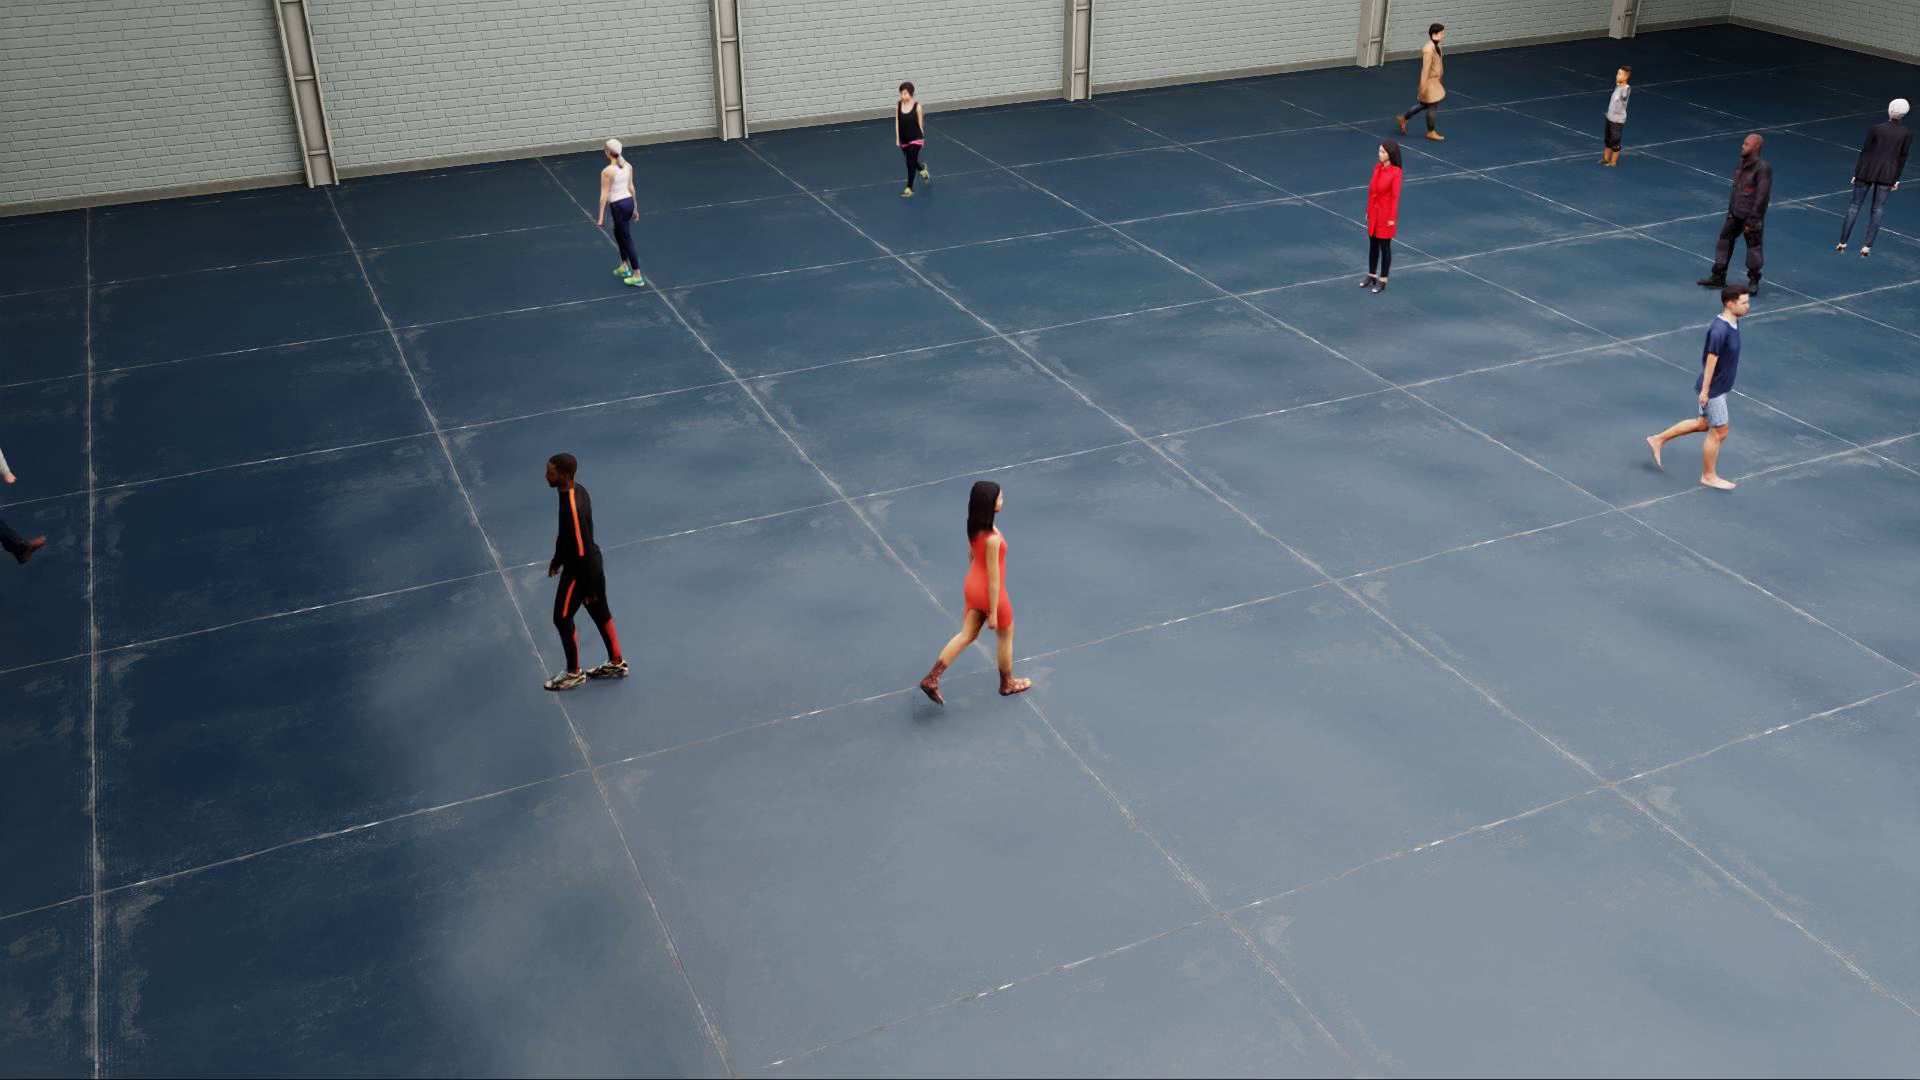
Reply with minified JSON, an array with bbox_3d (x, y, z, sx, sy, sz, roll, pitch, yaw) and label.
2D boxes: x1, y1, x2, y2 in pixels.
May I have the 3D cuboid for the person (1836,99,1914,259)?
[{"bbox_3d":[10.068,-4.017,18.355,0.824,1.782,0.783,12,30,21],"label":"person"}]

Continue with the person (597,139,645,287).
[{"bbox_3d":[-3.820,-3.745,19.148,0.882,1.684,0.842,14,31,24],"label":"person"}]

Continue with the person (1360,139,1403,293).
[{"bbox_3d":[4.827,-3.707,19.009,0.619,1.748,0.623,-15,31,-25],"label":"person"}]

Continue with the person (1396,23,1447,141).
[{"bbox_3d":[7.014,-6.921,25.096,1.083,1.700,1.062,13,31,23],"label":"person"}]

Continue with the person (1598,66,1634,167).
[{"bbox_3d":[9.434,-6.128,23.866,0.606,1.457,0.637,-3,28,-6],"label":"person"}]

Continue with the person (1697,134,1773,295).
[{"bbox_3d":[9.063,-3.722,18.995,0.918,1.787,0.784,-11,30,-20],"label":"person"}]

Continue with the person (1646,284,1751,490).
[{"bbox_3d":[6.505,-1.361,14.520,1.000,1.827,1.094,19,34,32],"label":"person"}]

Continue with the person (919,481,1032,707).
[{"bbox_3d":[0.091,0.399,11.360,1.089,1.691,0.631,-15,32,-26],"label":"person"}]

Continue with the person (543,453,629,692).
[{"bbox_3d":[-2.543,0.207,11.618,0.898,1.787,0.756,-4,28,-7],"label":"person"}]

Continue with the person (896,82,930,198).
[{"bbox_3d":[-0.609,-5.450,22.532,0.914,1.513,1.054,14,31,25],"label":"person"}]
